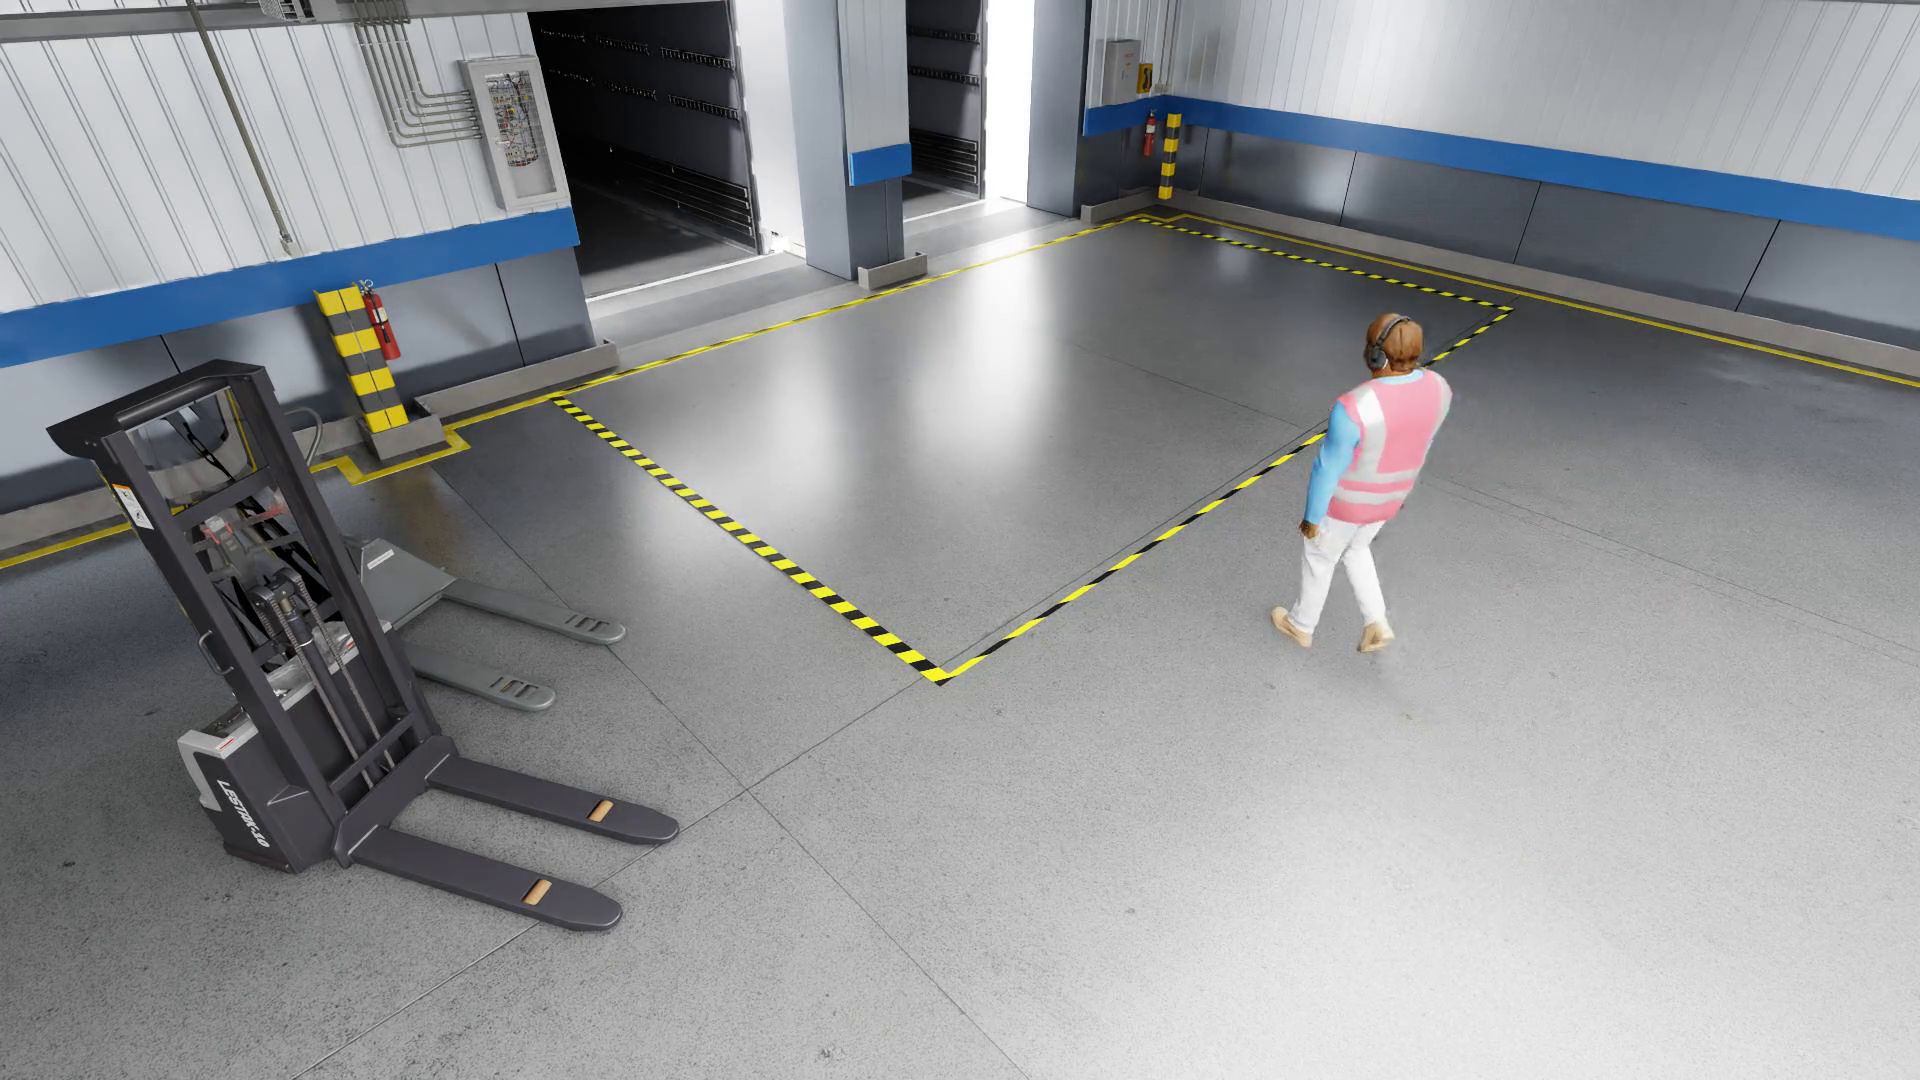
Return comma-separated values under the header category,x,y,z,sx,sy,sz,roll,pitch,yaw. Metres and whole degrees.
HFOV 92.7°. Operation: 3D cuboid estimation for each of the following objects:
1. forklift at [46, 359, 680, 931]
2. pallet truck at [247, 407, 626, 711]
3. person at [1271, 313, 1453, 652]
category,x,y,z,sx,sy,sz,roll,pitch,yaw
forklift,-2.135,0.422,3.354,1.885,1.965,0.823,10,35,14
pallet truck,-2.628,0.038,4.590,1.601,1.201,0.680,12,36,18
person,1.926,-0.174,4.381,0.636,1.823,0.644,-12,36,-17
